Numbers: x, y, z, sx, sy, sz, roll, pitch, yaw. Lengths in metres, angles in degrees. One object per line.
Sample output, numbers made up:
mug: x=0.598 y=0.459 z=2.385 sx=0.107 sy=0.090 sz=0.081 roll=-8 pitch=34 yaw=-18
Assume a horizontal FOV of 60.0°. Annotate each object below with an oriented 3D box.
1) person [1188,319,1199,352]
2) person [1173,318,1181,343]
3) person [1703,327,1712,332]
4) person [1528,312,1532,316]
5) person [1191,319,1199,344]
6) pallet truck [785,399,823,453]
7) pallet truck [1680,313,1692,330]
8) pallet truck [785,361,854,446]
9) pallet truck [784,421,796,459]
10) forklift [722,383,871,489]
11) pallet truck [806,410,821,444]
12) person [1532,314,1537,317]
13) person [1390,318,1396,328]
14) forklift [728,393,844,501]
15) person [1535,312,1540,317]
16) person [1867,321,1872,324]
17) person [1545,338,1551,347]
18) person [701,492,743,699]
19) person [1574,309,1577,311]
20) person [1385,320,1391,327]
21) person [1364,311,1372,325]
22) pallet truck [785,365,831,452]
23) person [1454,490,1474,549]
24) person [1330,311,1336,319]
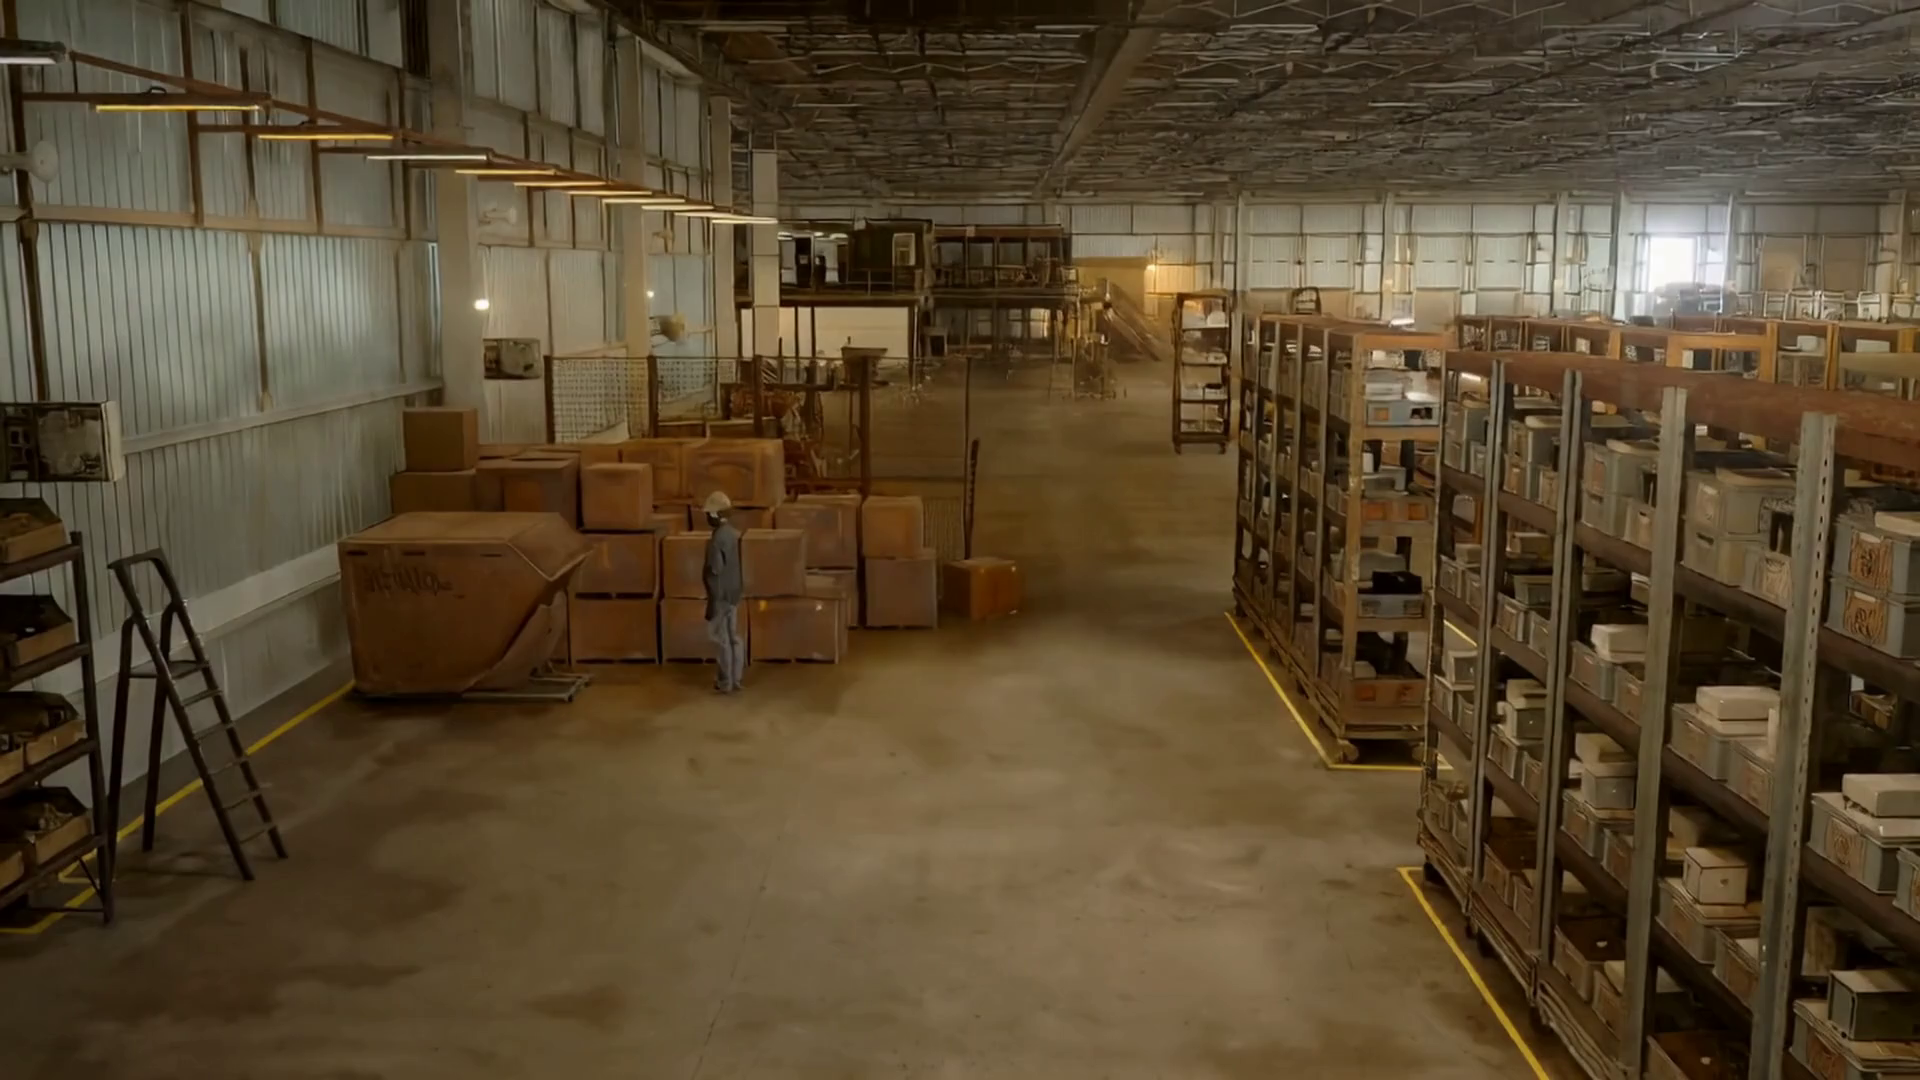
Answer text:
person: x=11.753 y=-10.365 z=83.563 sx=0.634 sy=1.881 sz=0.890 roll=-2 pitch=9 yaw=-9
person: x=10.527 y=-9.831 z=80.396 sx=0.511 sy=1.841 sz=0.327 roll=-7 pitch=11 yaw=-35
person: x=33.268 y=-8.899 z=74.038 sx=0.627 sy=2.000 sz=0.688 roll=5 pitch=11 yaw=30
person: x=31.210 y=-11.616 z=91.330 sx=0.579 sy=1.866 sz=0.421 roll=5 pitch=11 yaw=30
person: x=13.133 y=-11.892 z=92.787 sx=0.614 sy=1.945 sz=0.402 roll=5 pitch=11 yaw=29
pallet truck: x=-3.814 y=-2.432 z=36.419 sx=1.630 sy=1.274 sz=0.653 roll=0 pitch=9 yaw=1
pallet truck: x=36.315 y=-10.531 z=84.244 sx=0.823 sy=1.965 sz=1.885 roll=-6 pitch=11 yaw=-33
pallet truck: x=-3.410 y=-3.193 z=38.978 sx=1.885 sy=1.965 sz=0.823 roll=0 pitch=9 yaw=-1
pallet truck: x=-4.013 y=-1.793 z=32.705 sx=1.601 sy=1.201 sz=0.680 roll=0 pitch=9 yaw=1
forklift: x=-2.893 y=-1.687 z=28.729 sx=2.680 sy=1.987 sz=1.157 roll=0 pitch=9 yaw=-1
pallet truck: x=-3.559 y=-2.018 z=33.905 sx=1.522 sy=1.261 sz=0.704 roll=0 pitch=9 yaw=-1
person: x=29.264 y=-10.598 z=84.972 sx=0.903 sy=1.884 sz=0.607 roll=-2 pitch=9 yaw=-9
person: x=20.663 y=-9.803 z=80.198 sx=0.773 sy=1.858 sz=0.616 roll=2 pitch=9 yaw=10
forklift: x=-2.979 y=-1.316 z=26.476 sx=2.680 sy=1.987 sz=1.157 roll=0 pitch=9 yaw=1
person: x=31.391 y=-11.466 z=90.404 sx=1.016 sy=1.873 sz=0.603 roll=-8 pitch=12 yaw=-39
person: x=41.339 y=-9.078 z=75.823 sx=0.515 sy=1.833 sz=0.936 roll=0 pitch=9 yaw=1
person: x=19.940 y=-5.937 z=56.400 sx=0.404 sy=1.837 sz=0.592 roll=8 pitch=12 yaw=42
person: x=-2.292 y=0.532 z=16.008 sx=0.381 sy=1.994 sz=0.615 roll=2 pitch=10 yaw=14
person: x=34.278 y=-11.897 z=92.854 sx=0.357 sy=1.937 sz=0.551 roll=2 pitch=10 yaw=14
person: x=19.337 y=-9.001 z=75.182 sx=1.028 sy=1.869 sz=0.552 roll=-3 pitch=10 yaw=-16
person: x=22.120 y=-11.432 z=90.068 sx=0.619 sy=1.907 sz=0.462 roll=-8 pitch=12 yaw=-41
pallet truck: x=-3.774 y=-2.976 z=37.635 sx=1.885 sy=1.965 sz=0.823 roll=1 pitch=9 yaw=5
person: x=7.566 y=-0.686 z=24.295 sx=0.689 sy=1.742 sz=0.527 roll=5 pitch=11 yaw=30
person: x=21.504 y=-12.343 z=96.084 sx=0.969 sy=1.794 sz=0.645 roll=1 pitch=9 yaw=9
